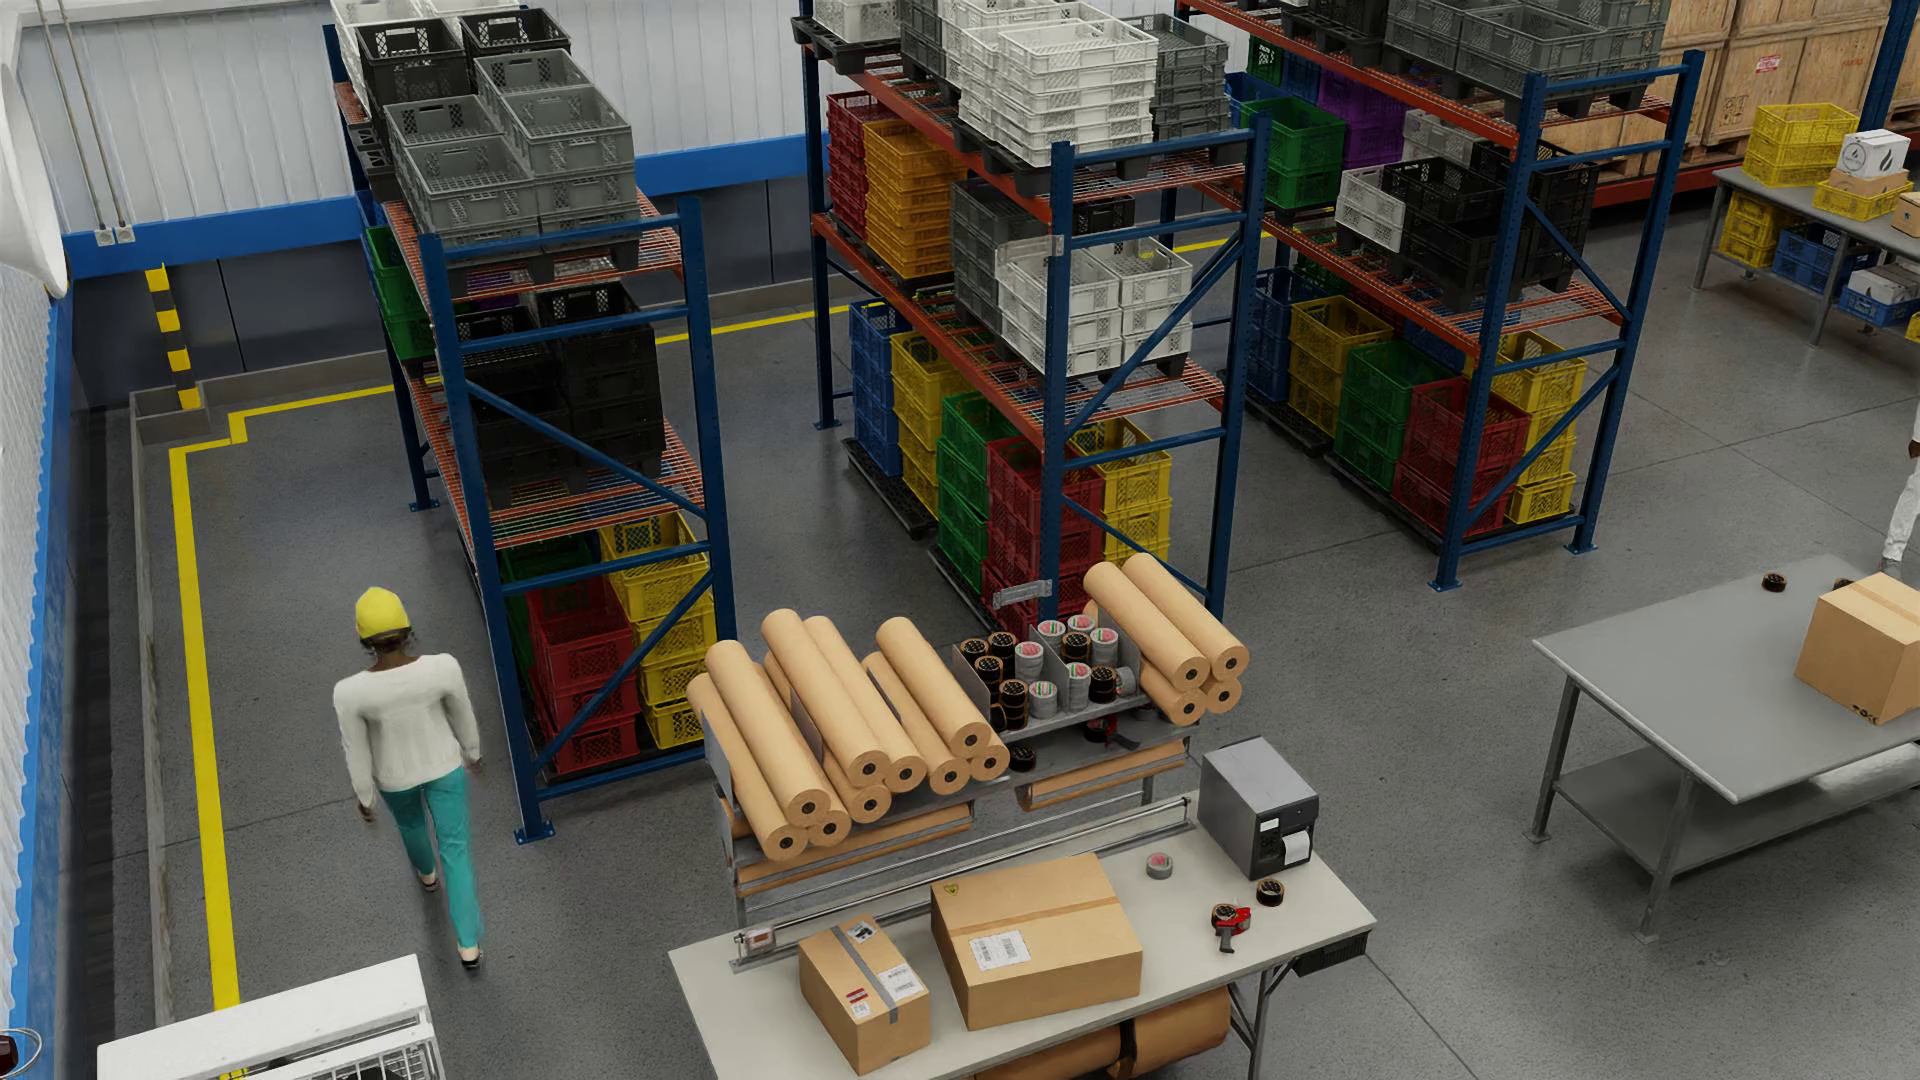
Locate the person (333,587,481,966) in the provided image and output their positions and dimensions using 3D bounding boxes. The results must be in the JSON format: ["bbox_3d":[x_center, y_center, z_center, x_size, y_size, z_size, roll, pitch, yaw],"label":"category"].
[{"bbox_3d":[-2.289,0.963,7.020,0.540,1.720,0.879,-12,34,-18],"label":"person"}]

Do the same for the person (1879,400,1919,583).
[{"bbox_3d":[5.665,-0.582,9.377,0.571,1.882,0.356,4,32,7],"label":"person"}]
